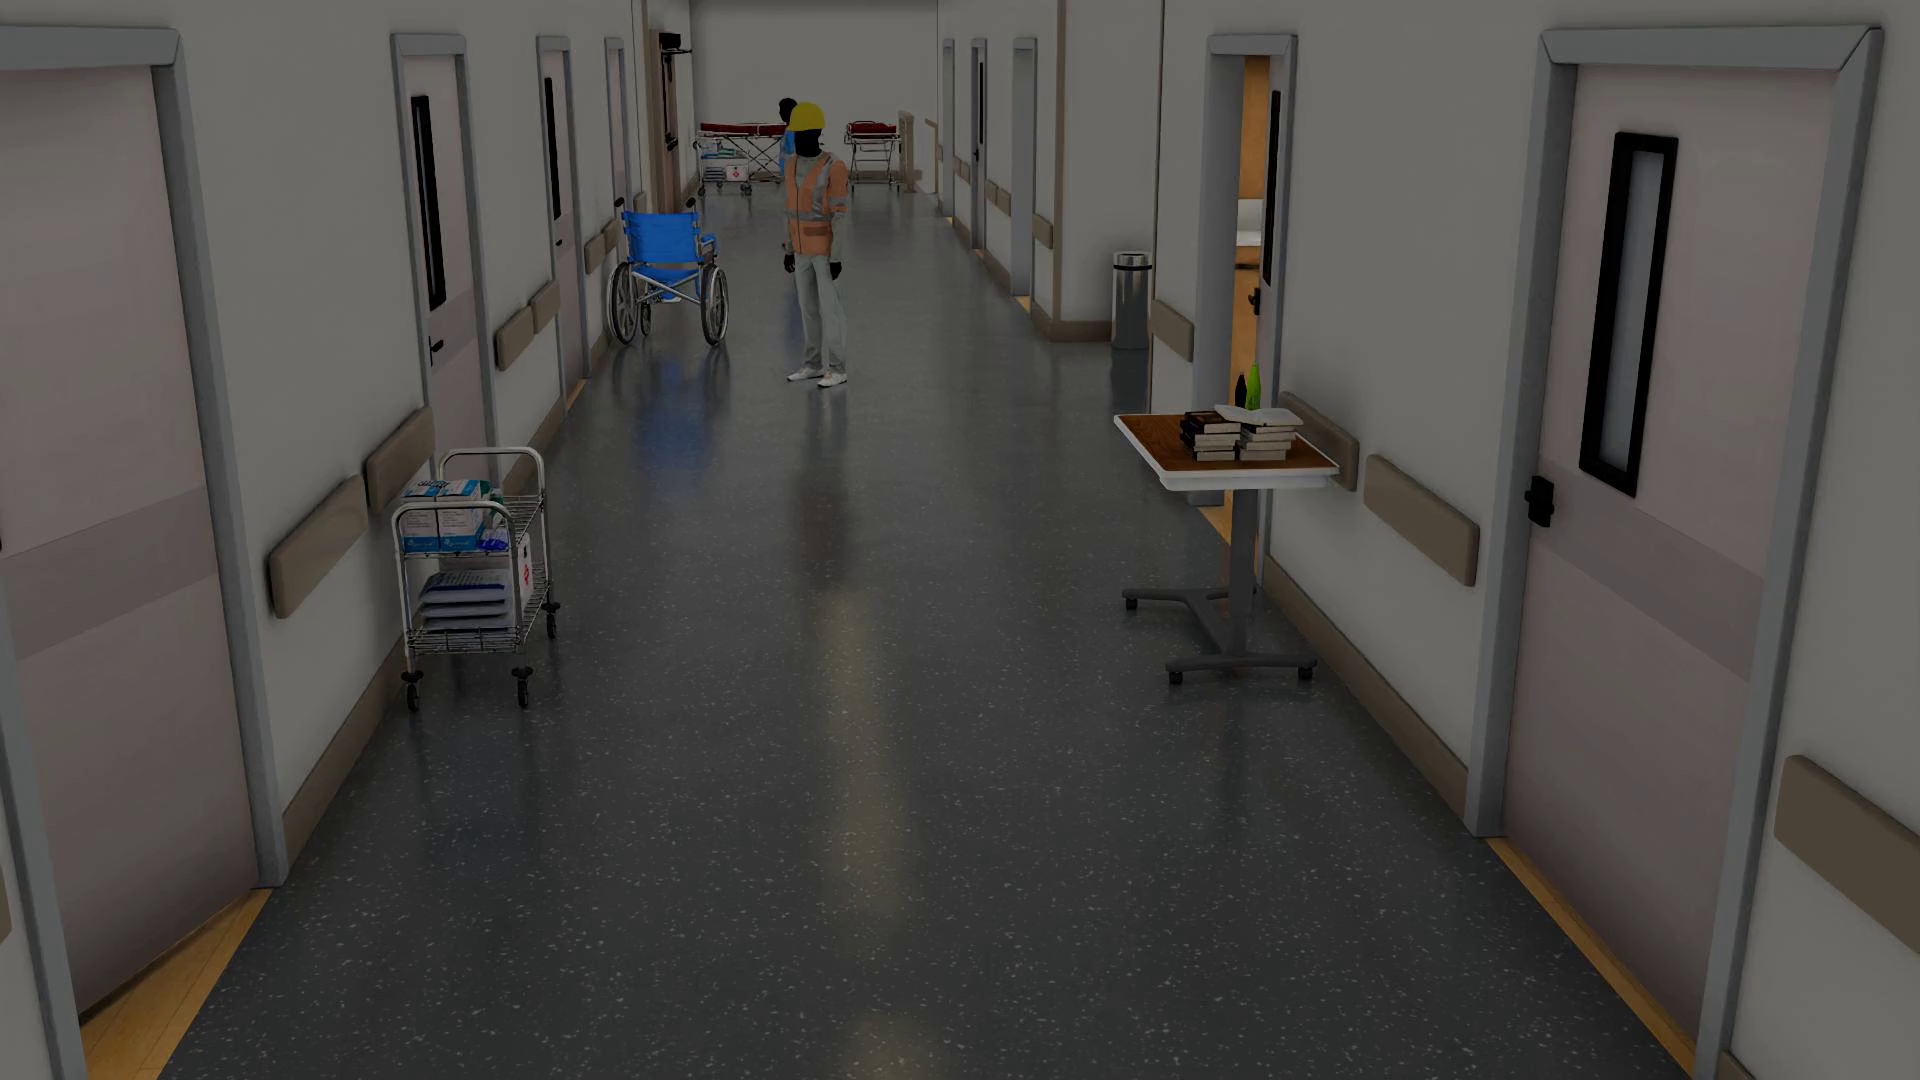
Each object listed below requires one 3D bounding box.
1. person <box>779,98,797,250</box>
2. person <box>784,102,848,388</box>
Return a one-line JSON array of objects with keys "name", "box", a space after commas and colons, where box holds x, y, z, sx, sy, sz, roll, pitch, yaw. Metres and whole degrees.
[{"name": "person", "box": [-1.900, -4.168, 18.963, 0.322, 1.699, 0.536, -2, 17, -8]}, {"name": "person", "box": [-1.005, -2.005, 11.363, 0.587, 1.919, 0.399, 16, 23, 42]}]
